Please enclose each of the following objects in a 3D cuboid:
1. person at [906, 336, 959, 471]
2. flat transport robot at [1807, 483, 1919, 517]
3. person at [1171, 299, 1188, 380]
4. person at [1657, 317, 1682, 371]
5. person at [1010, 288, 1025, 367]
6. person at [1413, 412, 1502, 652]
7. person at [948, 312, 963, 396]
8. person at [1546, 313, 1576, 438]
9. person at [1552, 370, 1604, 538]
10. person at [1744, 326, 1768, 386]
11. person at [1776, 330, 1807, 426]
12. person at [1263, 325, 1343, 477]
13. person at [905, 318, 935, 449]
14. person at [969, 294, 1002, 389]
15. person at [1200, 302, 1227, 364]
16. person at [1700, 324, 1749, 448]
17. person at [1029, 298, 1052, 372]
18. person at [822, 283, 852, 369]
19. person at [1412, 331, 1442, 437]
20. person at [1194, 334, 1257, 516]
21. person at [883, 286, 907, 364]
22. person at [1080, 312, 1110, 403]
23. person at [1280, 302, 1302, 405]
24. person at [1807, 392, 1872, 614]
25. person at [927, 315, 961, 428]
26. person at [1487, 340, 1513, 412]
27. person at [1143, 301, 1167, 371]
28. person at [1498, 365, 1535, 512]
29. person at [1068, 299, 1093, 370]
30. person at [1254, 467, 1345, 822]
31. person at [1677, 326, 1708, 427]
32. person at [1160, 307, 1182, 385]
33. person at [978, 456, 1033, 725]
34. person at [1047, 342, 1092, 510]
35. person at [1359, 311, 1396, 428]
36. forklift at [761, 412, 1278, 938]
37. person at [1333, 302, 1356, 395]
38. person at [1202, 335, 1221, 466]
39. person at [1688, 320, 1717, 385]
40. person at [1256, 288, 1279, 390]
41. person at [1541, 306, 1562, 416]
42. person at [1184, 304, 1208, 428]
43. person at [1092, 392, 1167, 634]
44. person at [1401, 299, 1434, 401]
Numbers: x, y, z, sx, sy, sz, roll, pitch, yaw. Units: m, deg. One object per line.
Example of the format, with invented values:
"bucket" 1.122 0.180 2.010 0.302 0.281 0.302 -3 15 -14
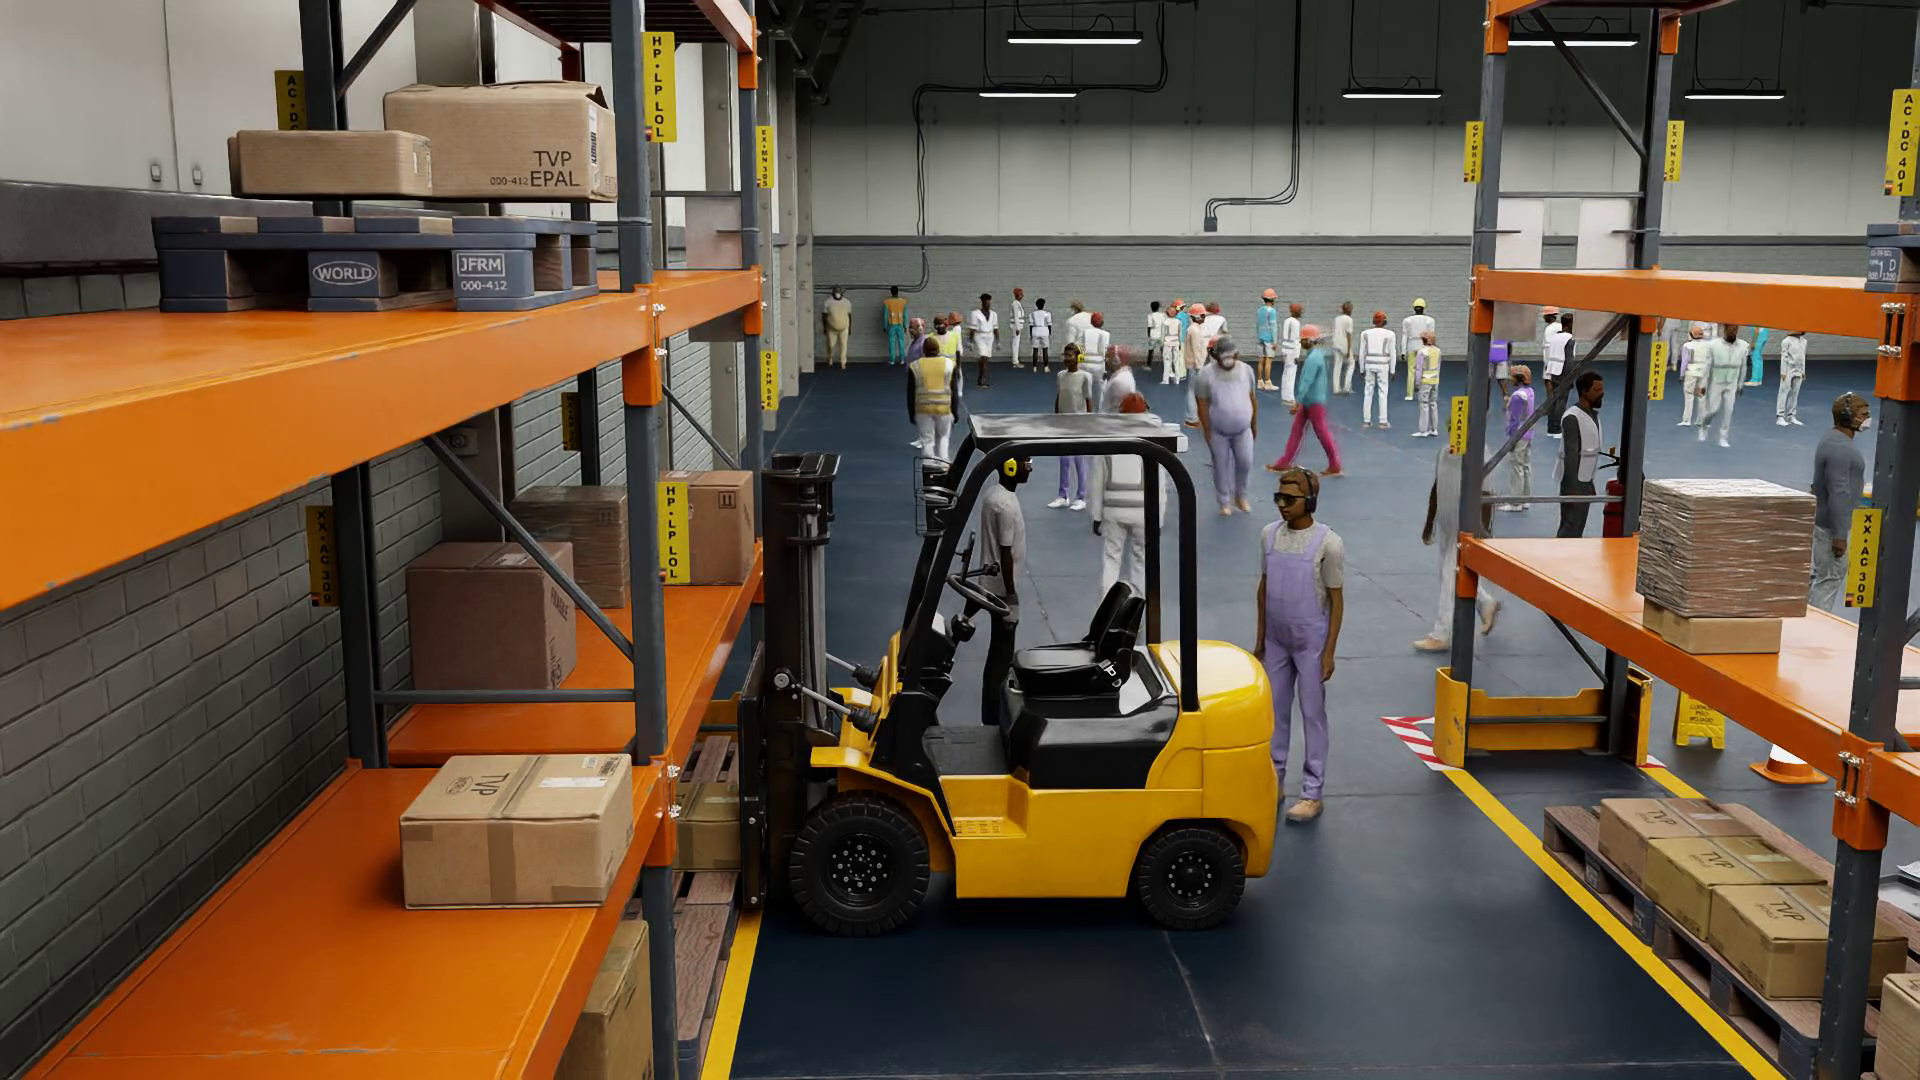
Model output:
"person" -0.346 -1.611 20.633 0.640 1.818 0.626 -1 10 -6
"flat transport robot" 10.277 -0.461 18.556 0.652 0.197 1.431 -4 11 -19
"person" 4.752 -4.357 36.129 0.343 1.749 0.571 5 11 25
"person" 16.430 -4.949 38.628 0.688 2.000 0.536 -5 11 -25
"person" 1.372 -5.060 39.684 0.356 1.886 0.574 0 10 1
"person" 3.709 -0.099 12.233 0.795 1.828 0.514 -4 11 -22
"person" -0.082 -3.596 32.227 0.287 1.631 0.501 1 10 4
"person" 9.188 -2.511 25.418 0.397 1.911 0.587 -1 10 -8
"person" 5.215 -0.473 14.040 0.390 1.918 0.587 7 12 34
"person" 16.573 -4.114 34.571 0.361 1.834 0.519 8 13 38
"person" 13.604 -2.739 27.145 0.489 1.746 0.286 -4 11 -20
"person" 4.437 -1.762 21.163 1.015 1.938 0.620 1 10 7
"person" -0.586 -2.275 24.174 0.409 1.895 0.659 -3 11 -16
"person" 0.579 -4.023 33.764 0.638 1.927 0.913 -7 12 -35
"person" 5.011 -3.815 33.013 0.586 1.797 0.981 7 13 35
"person" 11.140 -2.298 24.295 0.603 1.894 0.572 0 10 1
"person" 1.841 -4.681 38.092 0.531 1.697 0.320 2 10 11
"person" -2.882 -5.046 39.170 0.685 2.000 0.675 -3 11 -15
"person" 7.175 -2.388 25.512 0.522 1.632 0.315 -8 13 -36
"person" 2.902 -1.261 18.087 0.708 2.000 0.542 -1 10 -4
"person" -1.584 -5.252 40.666 0.590 1.917 0.395 -3 11 -15
"person" 2.202 -2.861 27.566 0.593 1.844 0.966 7 12 35
"person" 6.091 -3.417 30.531 0.337 1.882 0.583 -2 10 -9
"person" 6.211 -0.079 11.788 0.368 1.939 0.632 4 11 22
"person" -0.271 -2.701 26.744 0.579 1.812 0.555 -1 10 -4
"person" 9.363 -3.168 29.016 0.603 1.941 0.723 0 10 1
"person" 4.533 -4.665 38.129 0.562 1.654 0.846 -4 11 -22
"person" 6.217 -1.126 18.486 0.311 1.632 0.515 7 13 35
"person" 2.338 -3.549 31.179 0.735 1.929 0.719 -6 12 -31
"person" 1.743 0.534 8.631 0.347 1.846 0.505 -9 14 -42
"person" 11.901 -2.650 26.945 0.514 1.639 0.310 -2 10 -10
"person" 4.417 -4.058 34.809 0.519 1.632 0.311 -4 11 -23
"person" 0.275 0.310 9.853 0.329 1.861 0.504 -1 10 -8
"person" 1.238 -1.271 18.606 0.513 1.876 0.328 8 13 39
"person" 6.709 -2.735 26.735 0.581 1.882 0.339 6 12 31
"forklift" 0.291 0.548 7.580 2.313 2.155 1.214 0 10 -2
"person" 7.541 -3.744 32.541 0.577 1.822 0.498 -6 12 -32
"person" 3.417 -1.858 22.209 0.336 1.749 0.575 4 11 22
"person" 15.335 -4.142 34.390 0.397 1.949 0.603 -6 12 -31
"person" 6.213 -4.038 33.534 0.364 2.048 0.611 -4 11 -22
"person" 10.172 -3.092 28.622 0.424 1.922 0.559 9 14 42
"person" 3.793 -2.797 26.761 0.374 1.997 0.613 0 10 0
"person" 1.263 -0.173 12.511 0.573 1.866 0.641 2 10 13
"person" 8.612 -3.574 31.318 0.587 1.916 0.392 2 10 11
